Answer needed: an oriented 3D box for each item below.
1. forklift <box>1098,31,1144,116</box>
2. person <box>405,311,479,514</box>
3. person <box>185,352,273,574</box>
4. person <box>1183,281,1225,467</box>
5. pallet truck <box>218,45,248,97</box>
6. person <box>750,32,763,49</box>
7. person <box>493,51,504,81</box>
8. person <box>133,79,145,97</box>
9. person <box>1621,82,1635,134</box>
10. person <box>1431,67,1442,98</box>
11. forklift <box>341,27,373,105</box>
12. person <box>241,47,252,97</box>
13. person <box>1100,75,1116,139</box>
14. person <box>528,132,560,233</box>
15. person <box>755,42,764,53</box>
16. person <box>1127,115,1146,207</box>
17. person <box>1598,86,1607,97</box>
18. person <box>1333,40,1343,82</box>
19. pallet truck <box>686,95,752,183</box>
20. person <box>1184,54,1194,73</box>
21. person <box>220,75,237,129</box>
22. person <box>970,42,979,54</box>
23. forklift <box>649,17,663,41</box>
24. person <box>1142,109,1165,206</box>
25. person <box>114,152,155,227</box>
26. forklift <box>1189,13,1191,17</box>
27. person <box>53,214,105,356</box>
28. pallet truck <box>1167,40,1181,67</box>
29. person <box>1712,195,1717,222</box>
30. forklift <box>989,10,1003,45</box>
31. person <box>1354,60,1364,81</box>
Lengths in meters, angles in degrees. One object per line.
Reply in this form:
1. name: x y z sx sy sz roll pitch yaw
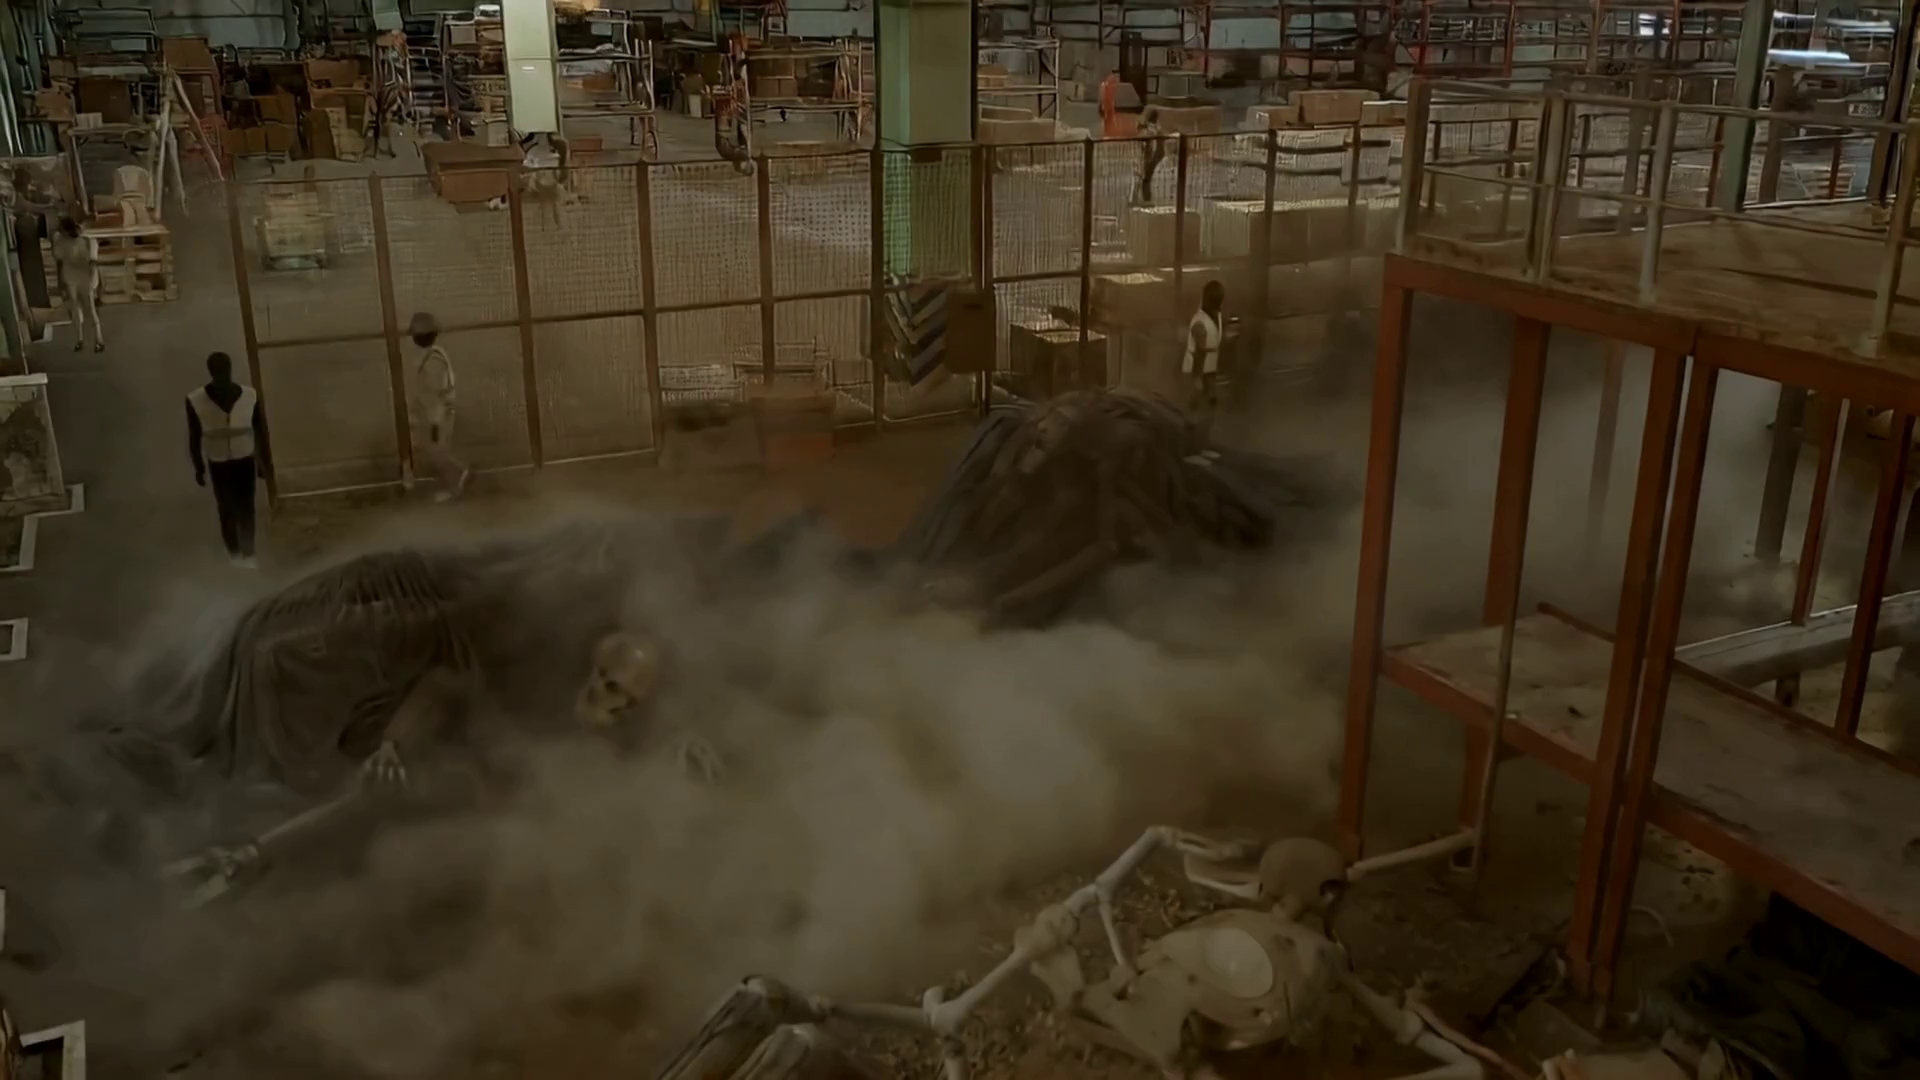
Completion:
1. forklift: 5.848 -16.148 57.481 1.873 2.768 1.129 -9 21 -25
2. person: -4.867 -1.184 15.535 0.481 1.931 0.611 -9 21 -24
3. person: -6.112 -0.646 14.008 0.619 1.904 0.537 -15 24 -37
4. person: 2.500 -1.717 17.115 0.384 1.913 0.593 8 21 22
5. pallet truck: -28.879 -18.665 66.111 0.823 1.965 1.885 -3 19 -9
6. person: -9.617 -23.027 78.758 0.612 1.995 0.376 -3 19 -9
7. person: -17.247 -17.366 62.432 0.631 1.940 0.372 18 26 41
8. person: -25.344 -13.406 51.422 0.524 1.632 0.323 6 20 18
9. person: 20.231 -13.049 50.394 0.515 1.618 0.414 2 19 6
10. person: 14.842 -13.793 52.059 0.448 1.944 0.630 -11 22 -28
11. forklift: -22.275 -17.346 60.954 1.873 2.768 1.129 -9 21 -25
12. person: -27.825 -18.266 65.053 0.356 1.930 0.587 -5 20 -13
13. person: 4.427 -12.939 49.728 0.531 1.859 0.332 15 24 36
14. person: -8.032 -6.915 32.178 0.584 1.918 0.408 -7 20 -20
15. person: -8.291 -19.734 69.299 0.372 1.940 0.630 5 20 15
16. person: 3.824 -8.133 35.683 0.542 1.929 0.374 -16 25 -38
17. person: 18.900 -12.525 48.920 0.837 1.594 0.512 14 23 35
18. person: 16.238 -20.444 71.363 0.373 1.935 0.628 -4 19 -12
19. pallet truck: -5.836 -9.608 39.856 0.823 1.965 1.885 10 22 27
20. person: 9.105 -18.470 66.065 0.846 1.637 0.591 -12 22 -31
21. person: -23.165 -13.838 52.577 0.531 1.692 0.320 3 19 9
22. person: 0.652 -20.180 70.661 0.591 1.889 0.596 11 22 29
23. forklift: -13.340 -21.587 73.246 1.873 2.768 1.129 2 19 7
24. person: 4.155 -8.256 35.869 0.535 2.000 0.684 4 19 10
25. person: -14.814 -6.039 29.866 0.674 1.785 0.907 -2 19 -5
26. forklift: 10.508 -23.776 79.592 1.129 2.768 1.873 -9 21 -25
27. person: -11.640 -3.375 21.990 0.516 1.865 0.325 -5 20 -14
28. pallet truck: 9.045 -19.971 69.895 0.823 1.965 1.885 -3 19 -8
29. person: 11.887 -4.806 26.061 0.636 1.917 0.548 -2 19 -4
30. forklift: 1.818 -25.209 83.747 1.873 2.768 1.129 -9 21 -25
31. person: 16.618 -19.480 68.632 0.959 1.901 0.546 -10 21 -26
